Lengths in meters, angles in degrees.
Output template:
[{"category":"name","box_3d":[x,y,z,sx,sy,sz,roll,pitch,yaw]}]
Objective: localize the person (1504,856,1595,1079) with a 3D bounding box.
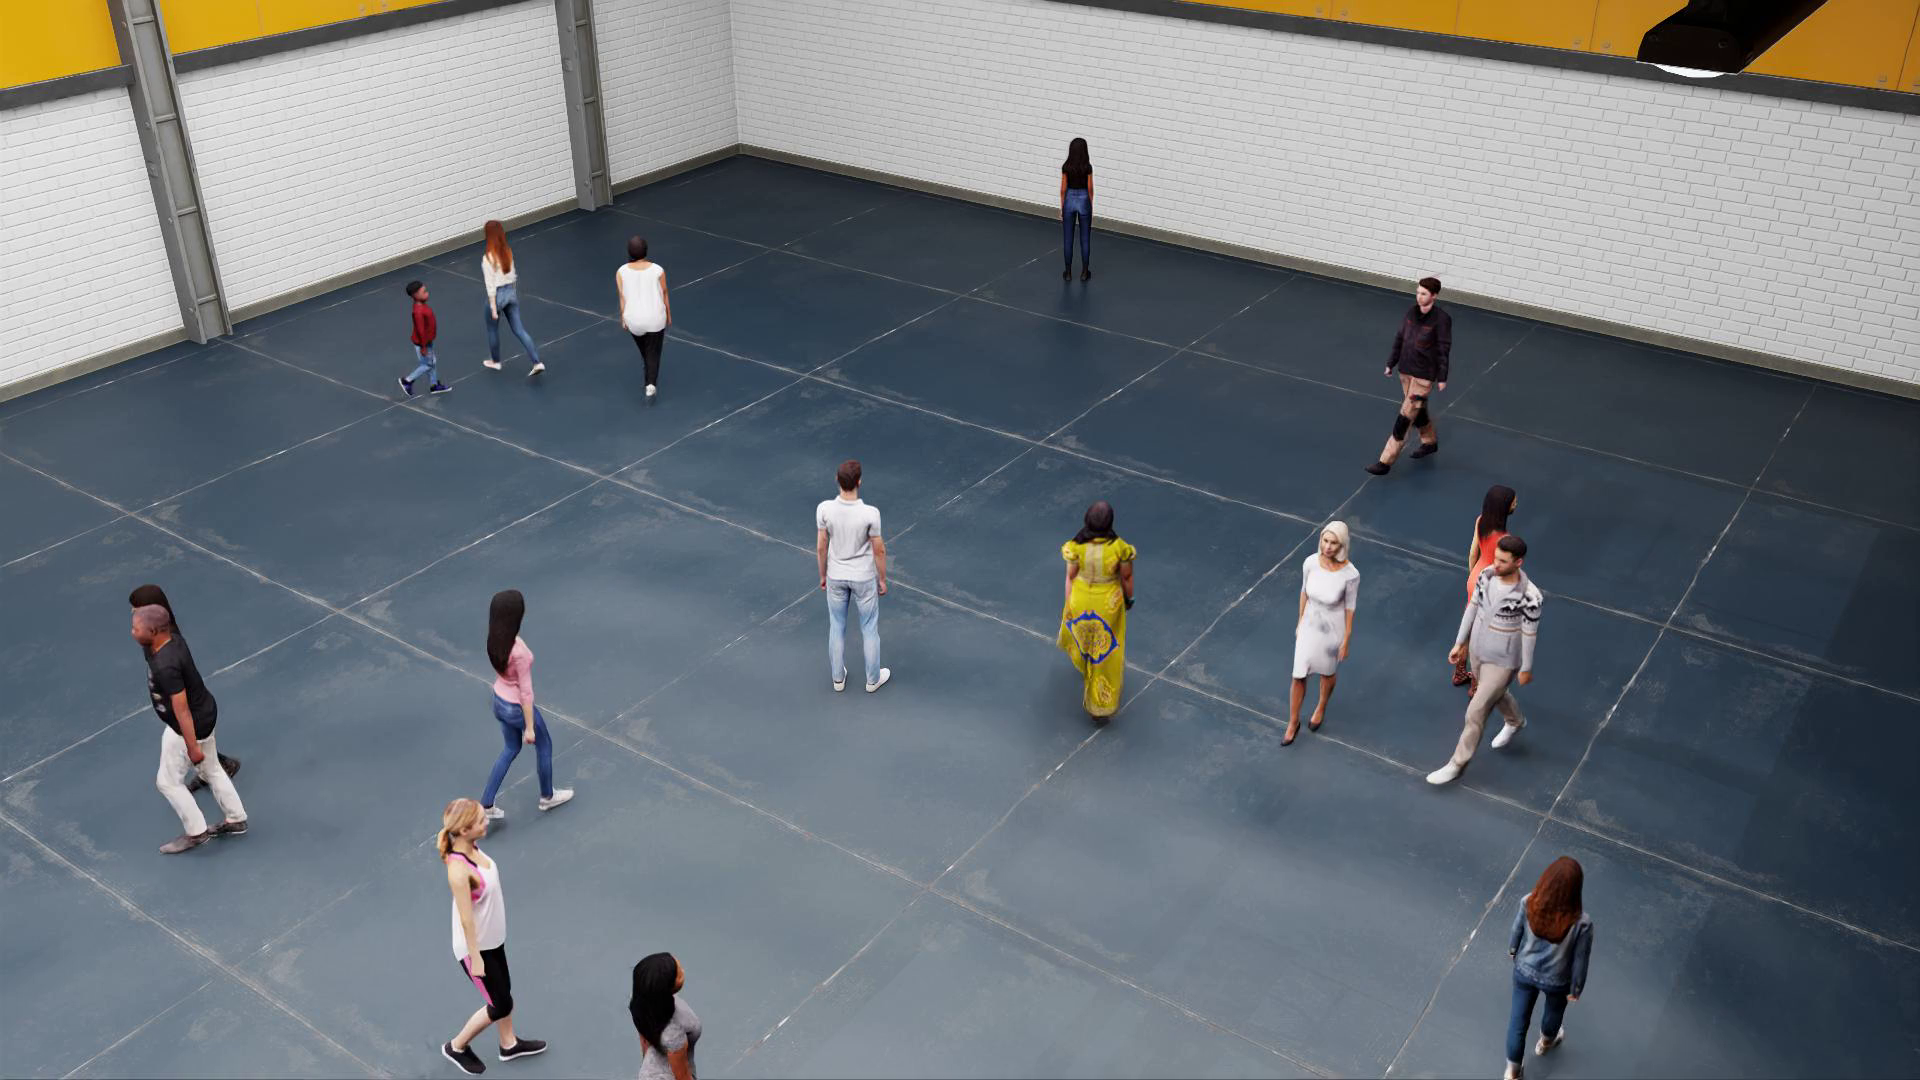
[{"category":"person","box_3d":[3.077,2.345,8.847,0.592,1.460,0.793,17,33,28]}]

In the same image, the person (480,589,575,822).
[{"category":"person","box_3d":[-2.953,1.114,10.832,0.709,1.721,0.966,25,37,38]}]

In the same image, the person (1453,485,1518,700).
[{"category":"person","box_3d":[3.861,0.374,12.189,0.705,1.719,0.669,-9,30,-16]}]

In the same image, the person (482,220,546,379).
[{"category":"person","box_3d":[-4.742,-2.496,17.477,0.637,1.693,1.046,19,34,31]}]

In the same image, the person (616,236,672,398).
[{"category":"person","box_3d":[-3.245,-2.272,17.107,1.019,1.656,1.199,1,29,2]}]

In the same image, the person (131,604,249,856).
[{"category":"person","box_3d":[-4.834,1.186,10.629,0.952,1.788,0.888,-10,30,-18]}]

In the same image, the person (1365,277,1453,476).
[{"category":"person","box_3d":[4.334,-1.535,15.530,1.336,1.872,1.033,-17,33,-29]}]

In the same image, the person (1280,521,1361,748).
[{"category":"person","box_3d":[2.598,0.605,11.756,0.628,1.729,0.811,15,32,26]}]

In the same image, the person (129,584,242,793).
[{"category":"person","box_3d":[-5.140,0.987,11.160,0.758,1.629,0.700,-16,32,-26]}]

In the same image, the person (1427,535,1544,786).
[{"category":"person","box_3d":[3.720,0.757,11.372,1.326,1.829,1.096,-13,31,-22]}]

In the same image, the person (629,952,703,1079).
[{"category":"person","box_3d":[-1.450,2.688,7.896,0.886,1.769,0.703,-23,36,-35]}]

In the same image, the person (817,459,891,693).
[{"category":"person","box_3d":[-0.798,0.276,12.232,0.730,1.850,0.698,5,29,9]}]

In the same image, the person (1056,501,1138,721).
[{"category":"person","box_3d":[0.977,0.539,11.996,1.073,1.615,1.325,6,29,11]}]

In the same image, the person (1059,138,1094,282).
[{"category":"person","box_3d":[1.420,-4.015,20.216,0.659,1.738,0.681,2,29,4]}]

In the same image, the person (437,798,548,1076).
[{"category":"person","box_3d":[-2.621,2.148,8.873,0.939,1.780,0.881,-4,29,-8]}]

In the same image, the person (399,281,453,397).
[{"category":"person","box_3d":[-5.593,-2.060,17.152,0.805,1.240,0.732,-6,29,-11]}]
